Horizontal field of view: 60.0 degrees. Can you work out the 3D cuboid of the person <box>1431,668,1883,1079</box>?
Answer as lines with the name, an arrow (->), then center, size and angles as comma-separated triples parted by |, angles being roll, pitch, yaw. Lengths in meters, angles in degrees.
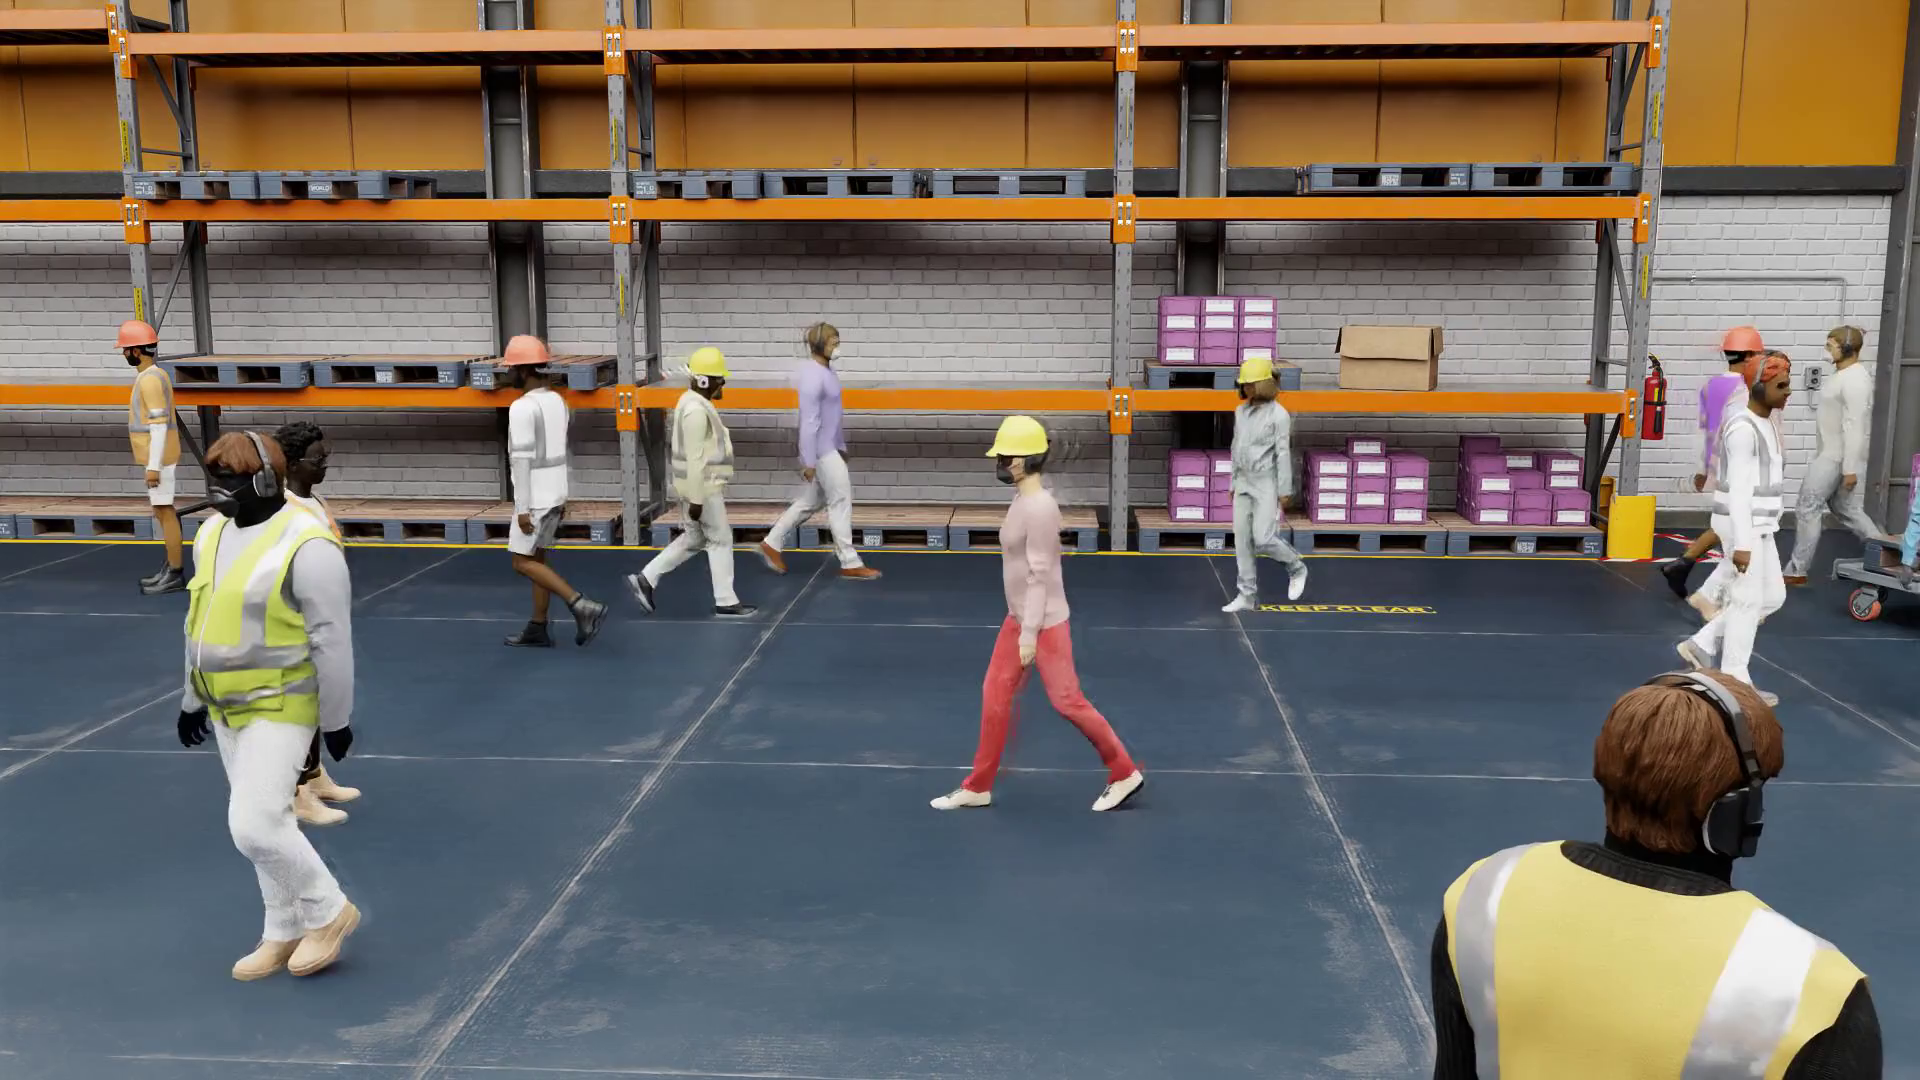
person -> 0.946, 1.080, 2.300 | 0.430, 1.845, 0.623 | -7, 12, -35

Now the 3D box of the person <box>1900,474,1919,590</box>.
person -> 5.056, 0.164, 8.322 | 0.549, 1.614, 0.619 | 2, 10, 9

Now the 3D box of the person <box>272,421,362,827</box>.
person -> -2.747, 0.348, 7.013 | 0.318, 1.697, 0.533 | -1, 10, -8

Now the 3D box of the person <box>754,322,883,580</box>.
person -> -1.070, -0.650, 12.229 | 0.925, 1.913, 0.629 | 0, 10, 2

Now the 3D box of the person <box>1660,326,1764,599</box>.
person -> 5.270, -0.521, 11.482 | 0.871, 1.913, 0.551 | -2, 10, -11

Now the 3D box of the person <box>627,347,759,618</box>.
person -> -1.762, -0.363, 10.872 | 0.773, 1.801, 0.583 | -2, 10, -14

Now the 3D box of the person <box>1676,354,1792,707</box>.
person -> 4.171, -0.050, 8.836 | 0.463, 1.866, 0.599 | 7, 12, 36

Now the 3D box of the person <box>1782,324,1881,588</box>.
person -> 6.316, -0.577, 11.856 | 0.923, 1.917, 0.634 | 4, 10, 23

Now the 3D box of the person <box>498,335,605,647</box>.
person -> -2.462, -0.264, 9.955 | 0.656, 1.919, 0.549 | 3, 10, 16

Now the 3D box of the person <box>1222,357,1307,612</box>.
person -> 2.045, -0.369, 11.137 | 0.539, 1.722, 0.482 | -6, 11, -32

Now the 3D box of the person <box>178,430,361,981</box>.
person -> -2.288, 0.551, 5.442 | 0.629, 1.828, 0.449 | 8, 12, 38

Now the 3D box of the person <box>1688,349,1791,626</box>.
person -> 4.978, -0.306, 10.517 | 0.434, 1.809, 0.782 | 7, 12, 37

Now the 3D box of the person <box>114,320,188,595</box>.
person -> -5.703, -0.579, 11.741 | 0.375, 1.934, 0.547 | -4, 11, -23

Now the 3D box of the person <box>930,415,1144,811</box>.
person -> 0.367, 0.325, 7.071 | 0.904, 1.725, 0.539 | -2, 10, -11
